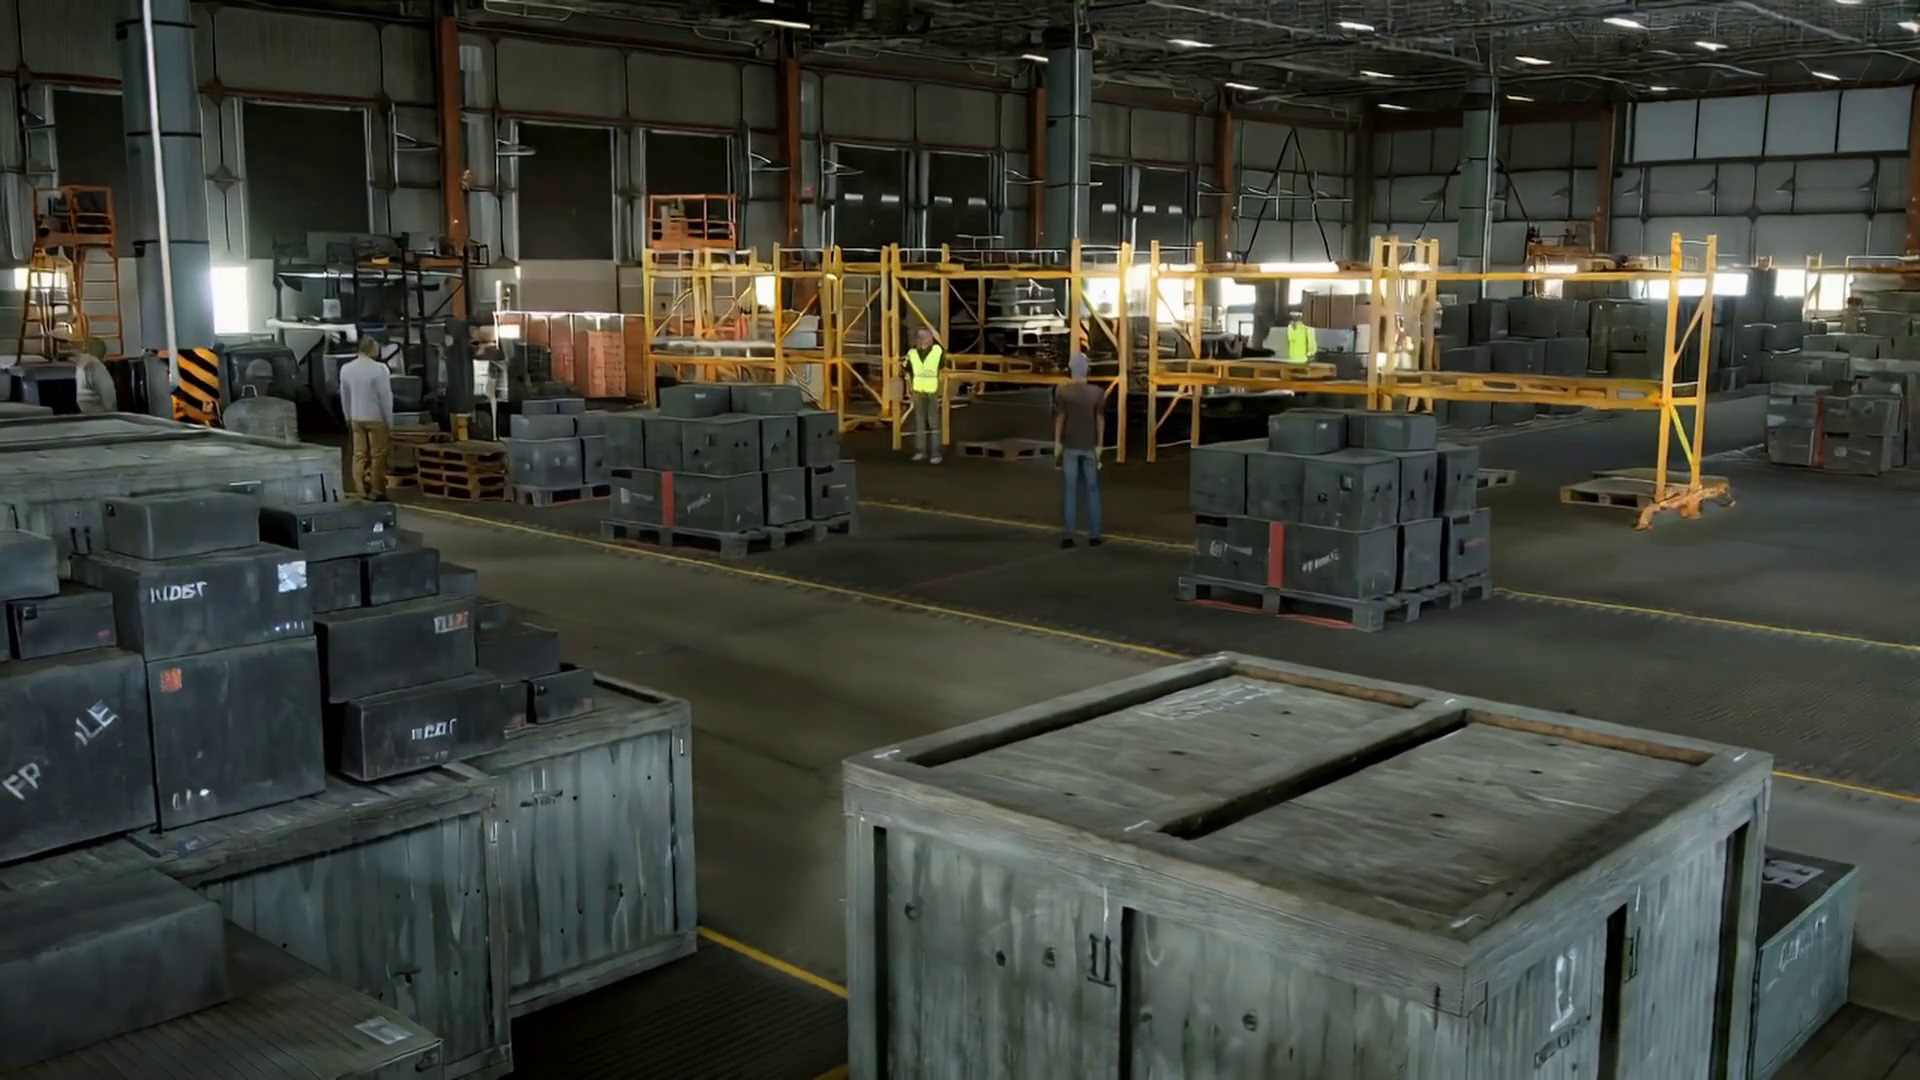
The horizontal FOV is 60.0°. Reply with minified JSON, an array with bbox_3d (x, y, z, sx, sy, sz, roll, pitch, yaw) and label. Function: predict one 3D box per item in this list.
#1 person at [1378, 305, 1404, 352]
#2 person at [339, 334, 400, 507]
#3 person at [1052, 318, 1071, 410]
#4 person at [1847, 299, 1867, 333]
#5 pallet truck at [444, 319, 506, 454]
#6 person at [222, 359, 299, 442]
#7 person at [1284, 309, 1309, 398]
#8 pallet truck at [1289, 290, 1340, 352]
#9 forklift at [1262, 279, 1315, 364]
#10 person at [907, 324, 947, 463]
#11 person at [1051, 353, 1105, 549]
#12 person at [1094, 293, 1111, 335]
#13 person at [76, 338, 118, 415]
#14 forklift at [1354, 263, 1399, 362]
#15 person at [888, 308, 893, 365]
[{"bbox_3d":[10.187,-4.675,39.347,0.614,1.848,0.905,3,10,16],"label":"person"},{"bbox_3d":[-6.560,-1.309,18.467,0.627,1.934,0.372,3,10,19],"label":"person"},{"bbox_3d":[1.982,-3.319,31.403,0.486,1.738,0.321,1,9,4],"label":"person"},{"bbox_3d":[22.720,-5.142,42.130,1.012,1.879,0.563,5,10,26],"label":"person"},{"bbox_3d":[-6.981,-1.942,22.150,1.885,1.965,0.823,1,9,9],"label":"pallet truck"},{"bbox_3d":[-5.755,-0.532,13.758,0.586,1.918,0.394,-2,9,-9],"label":"person"},{"bbox_3d":[6.949,-3.822,34.207,0.520,1.833,0.366,-5,10,-26],"label":"person"},{"bbox_3d":[11.297,-6.951,52.861,1.885,1.965,0.823,-5,11,-29],"label":"pallet truck"},{"bbox_3d":[8.555,-6.090,44.881,1.873,2.768,1.129,9,13,43],"label":"forklift"},{"bbox_3d":[-0.454,-2.021,22.925,0.584,1.911,0.390,4,10,25],"label":"person"},{"bbox_3d":[1.125,-0.837,15.800,0.520,1.861,0.332,-1,9,-7],"label":"person"},{"bbox_3d":[4.399,-6.672,51.369,0.544,1.929,0.385,1,9,6],"label":"person"},{"bbox_3d":[-10.807,-1.640,20.946,0.967,1.786,0.648,-8,12,-41],"label":"person"},{"bbox_3d":[12.210,-6.461,47.159,1.873,2.768,1.129,3,10,16],"label":"forklift"},{"bbox_3d":[-1.890,-5.311,43.929,0.314,1.634,0.516,2,9,12],"label":"person"}]
